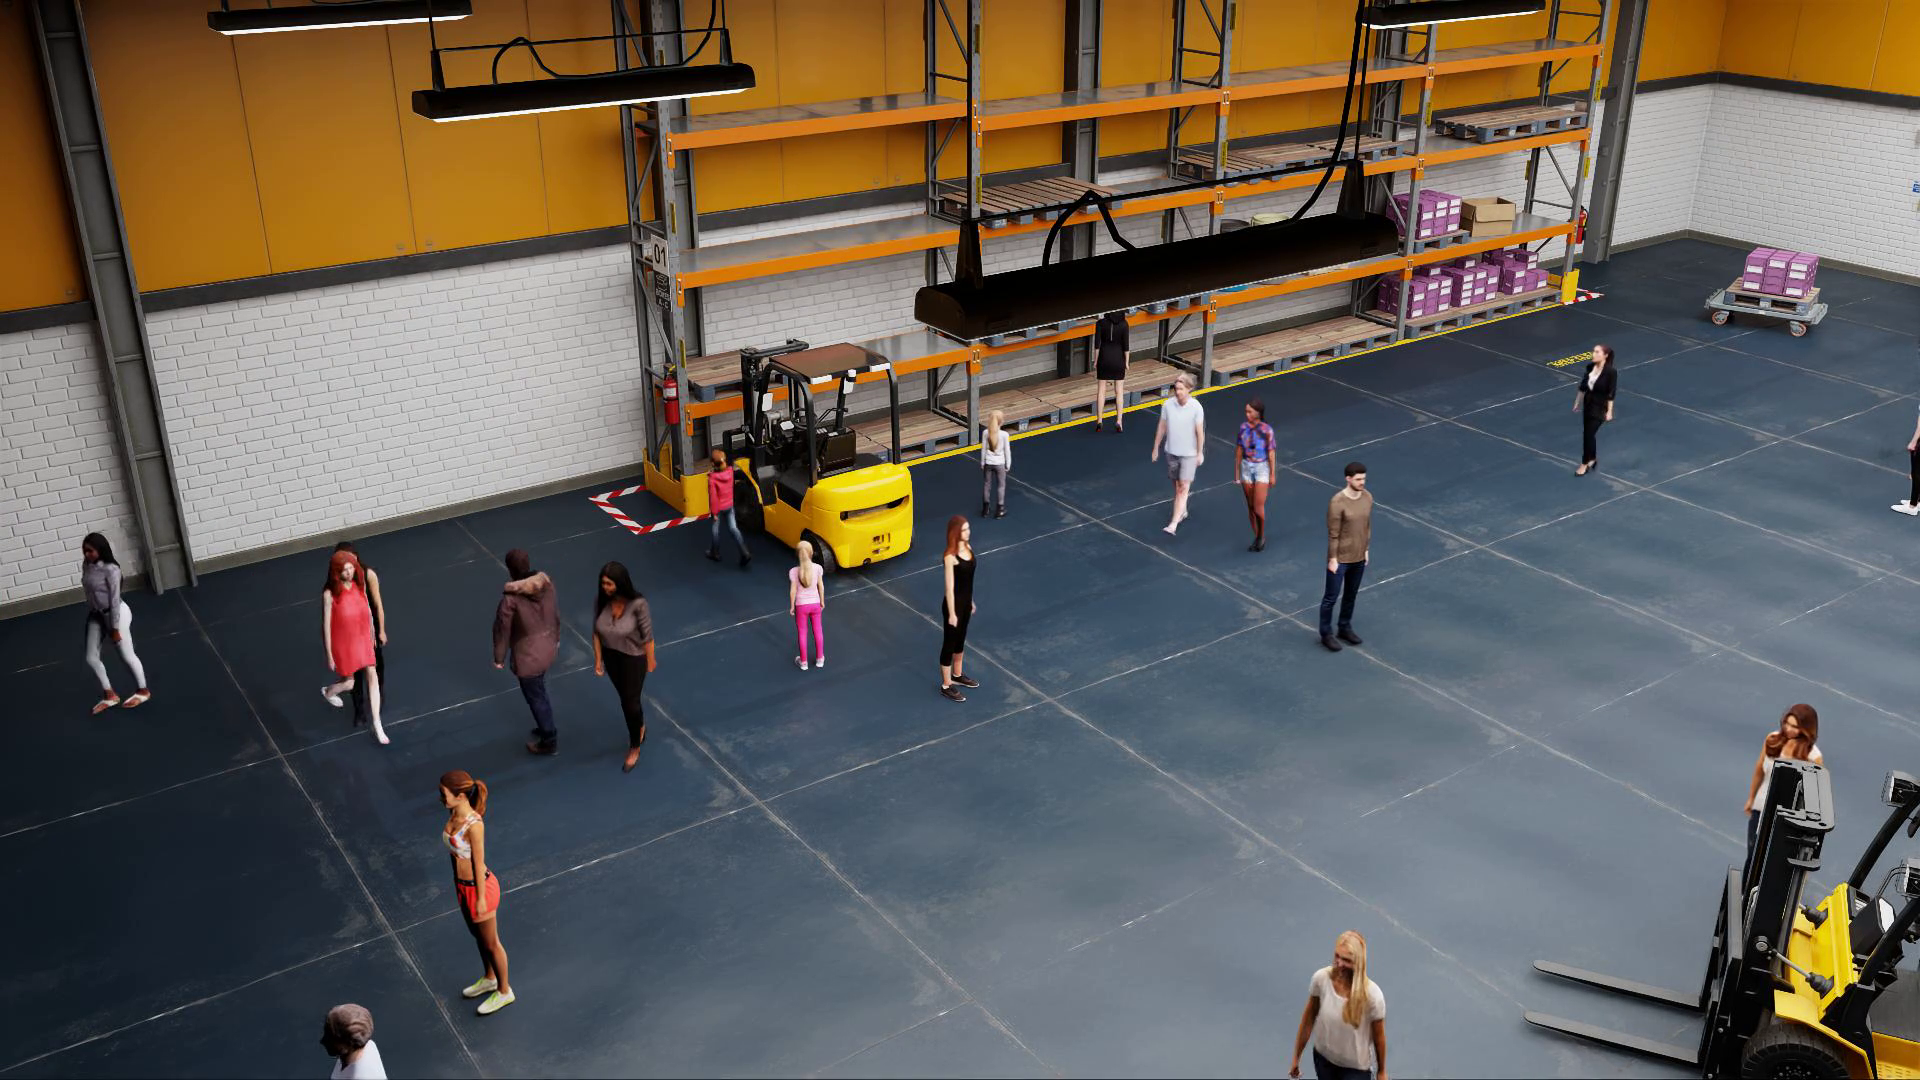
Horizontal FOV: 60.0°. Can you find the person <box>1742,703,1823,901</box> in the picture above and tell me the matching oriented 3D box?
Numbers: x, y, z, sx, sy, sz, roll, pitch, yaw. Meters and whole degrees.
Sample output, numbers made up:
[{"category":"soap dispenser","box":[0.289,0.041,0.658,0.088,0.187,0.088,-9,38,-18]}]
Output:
[{"category":"person","box":[5.805,1.939,11.791,0.509,1.782,0.588,-16,28,-32]}]

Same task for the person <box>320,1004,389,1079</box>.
[{"category":"person","box":[-3.106,3.210,8.745,0.630,1.894,0.686,-11,26,-23]}]

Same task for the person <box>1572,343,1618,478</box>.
[{"category":"person","box":[7.703,-1.573,20.001,0.746,1.642,0.667,-11,26,-24]}]

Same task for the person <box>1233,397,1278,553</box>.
[{"category":"person","box":[3.224,-0.718,17.942,0.698,1.724,0.710,15,28,30]}]

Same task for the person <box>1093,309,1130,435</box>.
[{"category":"person","box":[1.932,-2.242,21.329,0.654,1.803,0.717,4,24,8]}]

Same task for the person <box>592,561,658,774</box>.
[{"category":"person","box":[-2.761,0.972,13.962,0.887,1.815,0.981,8,25,19]}]

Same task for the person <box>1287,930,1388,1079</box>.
[{"category":"person","box":[2.224,2.948,9.484,0.794,1.782,1.118,20,30,38]}]

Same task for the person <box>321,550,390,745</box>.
[{"category":"person","box":[-5.229,0.896,14.161,0.905,1.795,1.039,15,28,30]}]

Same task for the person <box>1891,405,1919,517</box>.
[{"category":"person","box":[10.970,-1.133,18.874,0.448,1.740,0.640,-16,28,-32]}]

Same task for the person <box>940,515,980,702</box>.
[{"category":"person","box":[-0.025,0.582,14.966,0.705,1.726,0.593,12,26,25]}]

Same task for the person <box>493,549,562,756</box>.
[{"category":"person","box":[-3.513,0.971,13.958,0.936,1.821,0.791,10,26,22]}]

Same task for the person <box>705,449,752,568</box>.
[{"category":"person","box":[-2.452,-0.320,17.568,0.850,1.294,0.659,-21,31,-40]}]

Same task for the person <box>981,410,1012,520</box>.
[{"category":"person","box":[0.389,-0.859,18.825,0.591,1.276,0.642,7,24,15]}]

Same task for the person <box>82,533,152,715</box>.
[{"category":"person","box":[-7.440,0.696,14.731,0.777,1.705,0.860,13,27,27]}]

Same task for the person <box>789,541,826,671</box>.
[{"category":"person","box":[-1.418,0.594,15.502,0.522,1.275,0.609,-7,25,-16]}]

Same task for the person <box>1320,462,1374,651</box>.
[{"category":"person","box":[3.671,0.126,15.808,0.543,1.888,0.727,-13,27,-27]}]

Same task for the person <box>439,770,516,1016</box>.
[{"category":"person","box":[-3.190,2.295,10.970,0.532,1.788,0.570,-18,29,-35]}]

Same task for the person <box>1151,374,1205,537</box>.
[{"category":"person","box":[2.496,-0.983,18.463,0.978,1.793,1.213,14,27,28]}]

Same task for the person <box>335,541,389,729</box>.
[{"category":"person","box":[-5.264,0.747,14.680,1.050,1.652,0.900,-7,24,-15]}]
